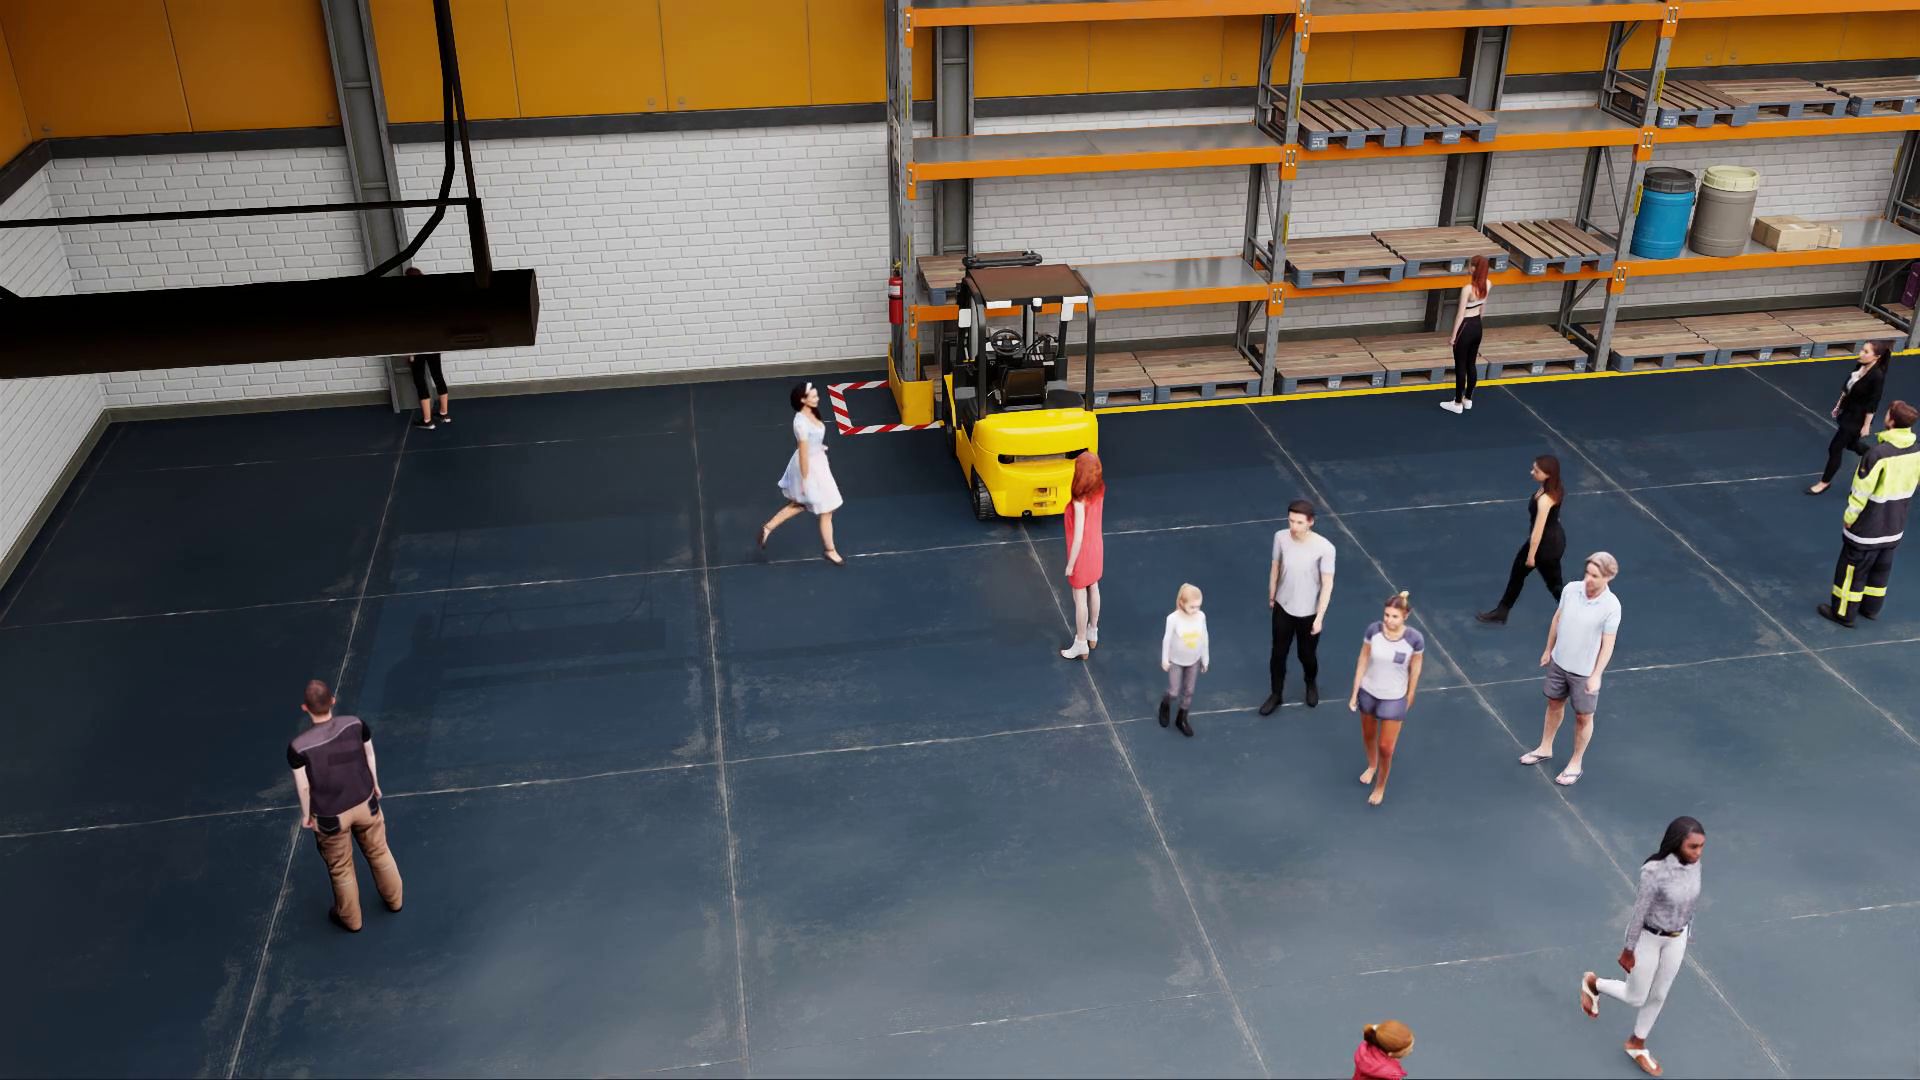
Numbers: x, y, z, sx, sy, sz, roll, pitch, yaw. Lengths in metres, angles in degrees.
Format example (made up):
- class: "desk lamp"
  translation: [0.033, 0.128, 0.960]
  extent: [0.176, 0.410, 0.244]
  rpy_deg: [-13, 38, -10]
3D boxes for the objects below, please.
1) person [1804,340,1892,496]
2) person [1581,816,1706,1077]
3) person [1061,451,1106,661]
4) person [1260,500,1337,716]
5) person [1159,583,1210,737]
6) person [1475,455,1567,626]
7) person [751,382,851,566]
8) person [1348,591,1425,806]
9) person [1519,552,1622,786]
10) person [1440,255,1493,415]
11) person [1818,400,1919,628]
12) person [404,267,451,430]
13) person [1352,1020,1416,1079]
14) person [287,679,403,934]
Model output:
- class: "person"
  translation: [8.670, -1.145, 15.934]
  extent: [1.101, 1.630, 0.801]
  rpy_deg: [4, 29, 7]
- class: "person"
  translation: [3.950, 2.266, 9.593]
  extent: [0.838, 1.713, 0.757]
  rpy_deg: [-9, 30, -17]
- class: "person"
  translation: [1.012, 0.121, 13.407]
  extent: [0.703, 1.828, 0.661]
  rpy_deg: [16, 32, 26]
- class: "person"
  translation: [2.630, 0.503, 12.681]
  extent: [0.925, 1.851, 0.982]
  rpy_deg: [15, 32, 25]
- class: "person"
  translation: [1.673, 0.871, 12.615]
  extent: [0.523, 1.269, 0.587]
  rpy_deg: [-8, 30, -15]
- class: "person"
  translation: [4.885, 0.082, 13.678]
  extent: [1.215, 1.636, 1.000]
  rpy_deg: [14, 32, 24]
- class: "person"
  translation: [-1.413, -0.560, 14.695]
  extent: [1.177, 1.789, 0.826]
  rpy_deg: [2, 29, 3]
- class: "person"
  translation: [3.053, 1.067, 11.908]
  extent: [0.763, 1.602, 0.821]
  rpy_deg: [18, 33, 29]
- class: "person"
  translation: [4.463, 0.892, 11.988]
  extent: [0.715, 1.832, 0.729]
  rpy_deg: [-19, 34, -31]
- class: "person"
  translation: [5.439, -2.205, 17.762]
  extent: [0.592, 1.740, 0.720]
  rpy_deg: [-18, 33, -29]
- class: "person"
  translation: [7.655, -0.226, 13.885]
  extent: [0.683, 1.980, 0.884]
  rpy_deg: [-12, 31, -22]
- class: "person"
  translation: [-5.607, -2.026, 17.450]
  extent: [0.713, 1.725, 0.680]
  rpy_deg: [14, 32, 24]
- class: "person"
  translation: [2.082, 2.988, 8.699]
  extent: [0.497, 1.302, 0.529]
  rpy_deg: [-5, 29, -9]
- class: "person"
  translation: [-3.914, 1.670, 10.552]
  extent: [0.714, 1.841, 0.834]
  rpy_deg: [-22, 36, -35]
